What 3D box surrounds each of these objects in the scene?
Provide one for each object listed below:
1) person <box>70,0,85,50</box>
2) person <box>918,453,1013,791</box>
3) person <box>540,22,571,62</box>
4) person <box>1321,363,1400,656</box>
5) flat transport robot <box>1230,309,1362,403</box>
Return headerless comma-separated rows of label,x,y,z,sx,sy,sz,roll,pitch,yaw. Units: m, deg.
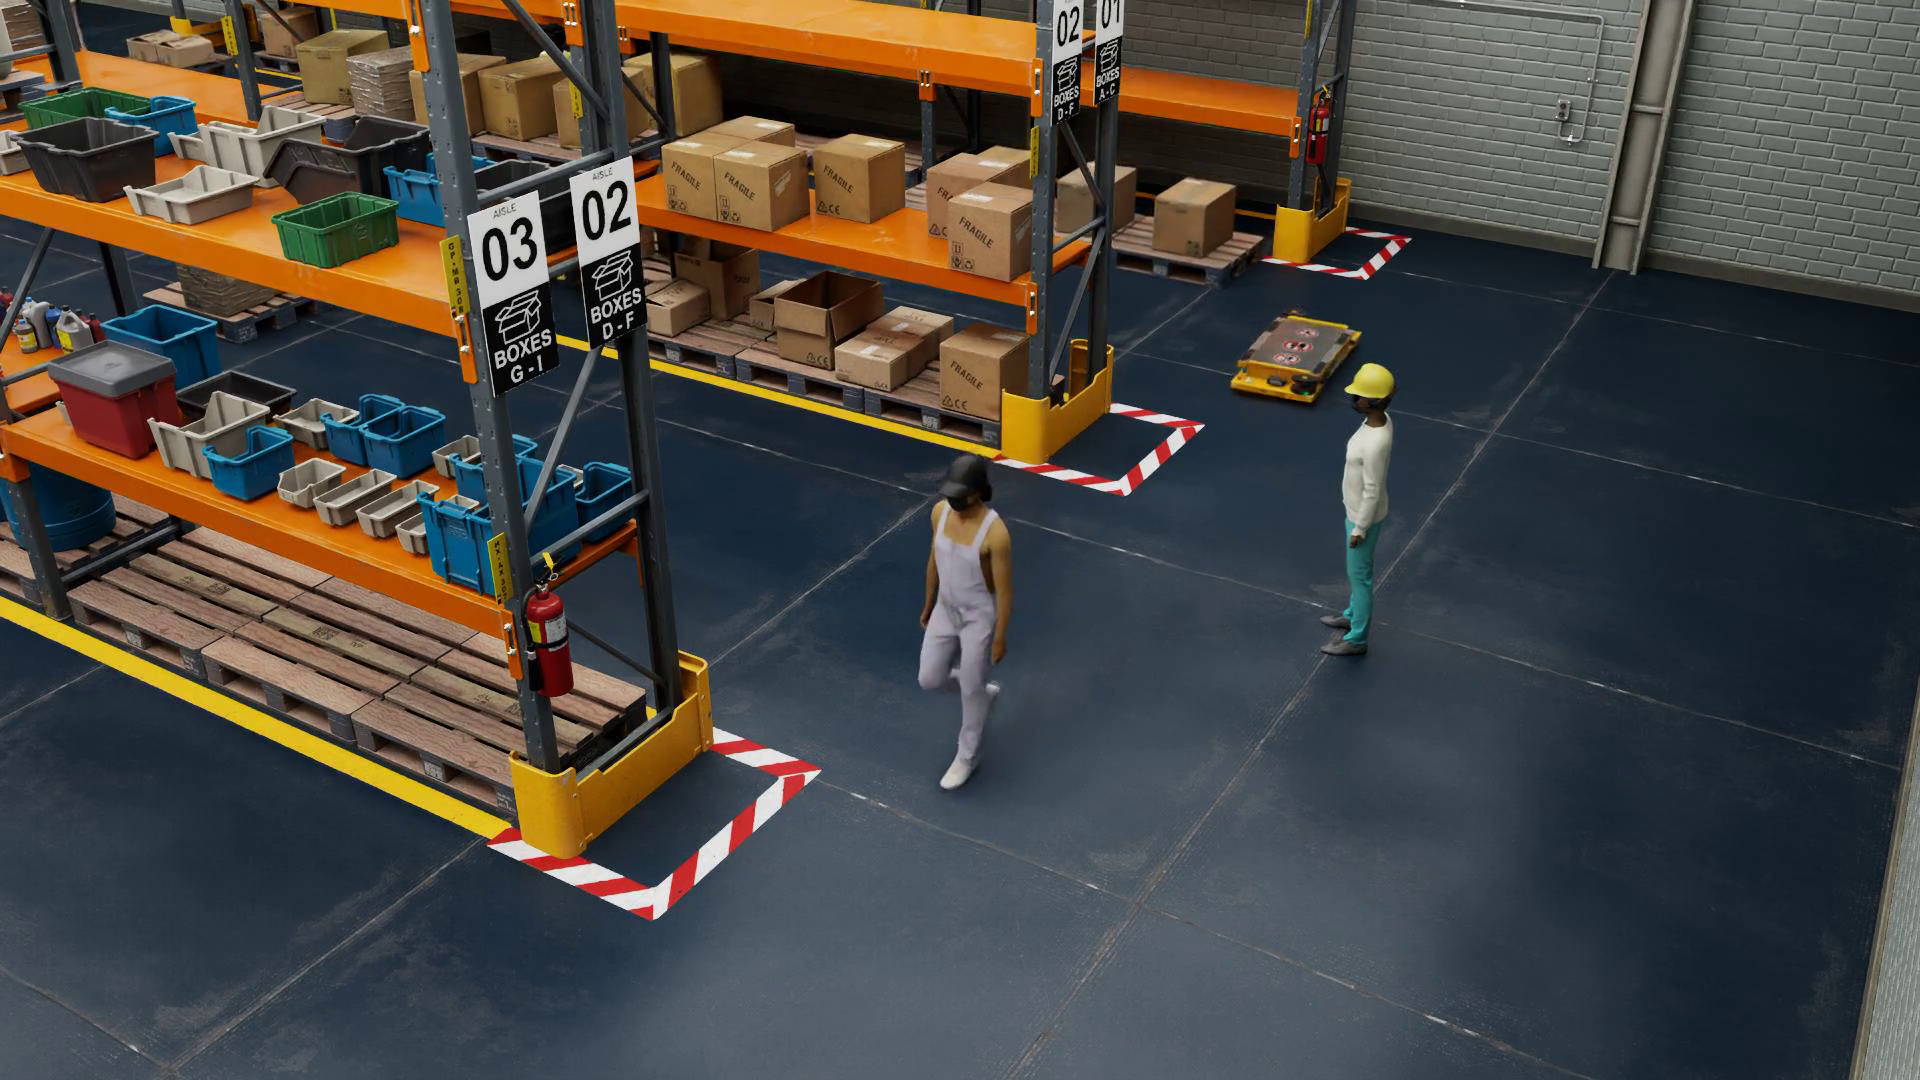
person,-11.707,-6.961,21.559,0.581,1.798,0.918,-25,37,-37
person,0.037,0.374,8.337,0.546,1.849,0.515,22,36,34
person,-4.110,-4.493,17.227,0.531,1.696,0.319,13,32,22
person,2.251,-0.166,9.393,0.318,1.767,0.533,6,30,11
flat transport robot,2.706,-1.477,13.284,0.659,0.231,1.431,14,32,23
